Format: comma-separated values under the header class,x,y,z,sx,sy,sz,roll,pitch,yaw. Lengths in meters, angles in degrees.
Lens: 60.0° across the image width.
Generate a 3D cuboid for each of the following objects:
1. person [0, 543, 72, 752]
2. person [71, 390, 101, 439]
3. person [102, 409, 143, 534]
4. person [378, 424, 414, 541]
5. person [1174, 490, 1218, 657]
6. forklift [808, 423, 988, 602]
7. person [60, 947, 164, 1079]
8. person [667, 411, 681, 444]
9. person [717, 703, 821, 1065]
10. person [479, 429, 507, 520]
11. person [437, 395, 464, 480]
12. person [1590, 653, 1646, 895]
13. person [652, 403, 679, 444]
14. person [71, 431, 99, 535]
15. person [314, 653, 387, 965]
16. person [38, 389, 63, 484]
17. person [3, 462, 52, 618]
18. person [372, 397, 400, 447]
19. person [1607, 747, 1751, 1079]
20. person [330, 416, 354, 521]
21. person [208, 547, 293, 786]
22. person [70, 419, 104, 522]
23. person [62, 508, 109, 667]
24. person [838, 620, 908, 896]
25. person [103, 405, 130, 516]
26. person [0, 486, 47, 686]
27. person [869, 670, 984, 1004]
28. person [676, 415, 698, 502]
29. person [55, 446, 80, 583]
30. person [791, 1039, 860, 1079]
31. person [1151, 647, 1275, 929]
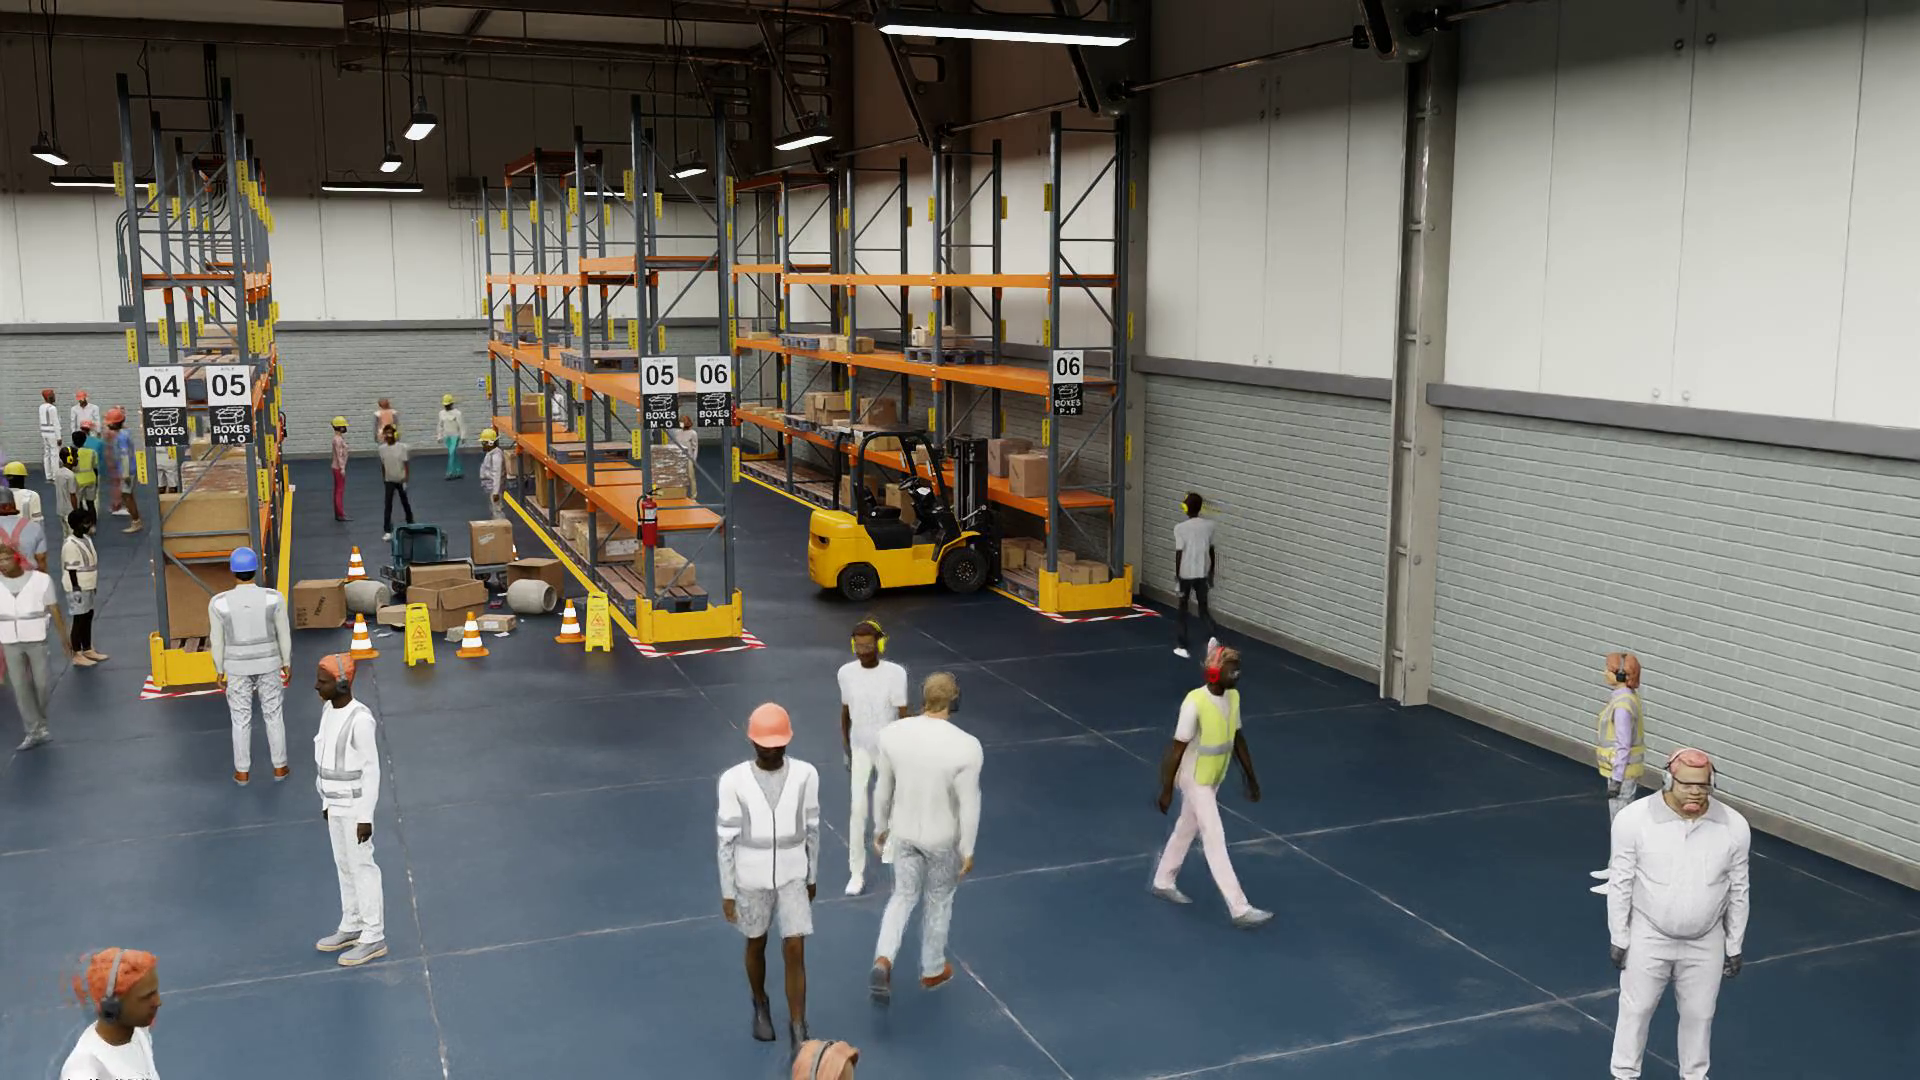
class,x,y,z,sx,sy,sz,roll,pitch,yaw
person,-8.164,0.915,14.584,0.684,1.817,0.571,-3,10,-19
person,-18.370,-2.283,34.959,0.578,1.738,0.354,-2,9,-12
person,-13.430,-1.104,26.675,0.494,2.022,0.682,-5,10,-30
person,-8.908,-0.941,26.301,0.509,1.823,1.005,0,9,0
person,2.530,0.393,17.786,0.524,1.852,0.780,-2,9,-14
forklift,-0.830,-0.399,21.676,2.313,2.155,1.214,-4,10,-21
person,-2.824,2.300,5.796,0.880,1.847,0.582,-2,9,-15
person,-5.973,-2.176,34.715,0.530,1.595,0.500,3,10,19
person,-0.981,1.802,8.740,0.563,1.900,0.835,-2,9,-14
person,-7.081,-0.777,25.244,0.404,1.822,0.596,-4,10,-24
person,-10.334,-2.065,33.607,0.565,1.715,0.787,3,10,21
person,4.404,1.555,11.112,0.314,1.642,0.514,4,10,24
person,-6.130,-2.293,34.694,0.633,1.846,0.429,-4,10,-26
person,-13.928,-0.897,26.408,0.458,1.690,0.544,5,10,29
person,-3.694,1.606,10.029,0.342,1.882,0.587,-8,12,-42
person,-18.049,-2.047,33.058,0.608,1.879,0.359,6,11,31
person,-11.222,0.027,19.856,0.585,1.920,0.382,-1,9,-7
person,-11.878,-2.141,34.427,0.538,1.618,0.458,-5,10,-31
person,3.460,1.920,8.031,0.640,1.899,0.395,2,9,10
person,-10.443,-1.201,28.068,0.316,1.769,0.523,-4,10,-24
person,-5.740,1.022,13.498,0.605,1.951,0.380,-4,10,-24
person,-14.651,-1.159,27.918,0.417,1.727,0.563,9,12,43
person,-9.301,0.500,17.609,0.319,1.689,0.539,-1,9,-8
person,-0.568,1.424,11.393,0.531,1.831,0.962,1,9,7
person,-14.538,-1.369,28.733,0.400,1.897,0.758,-5,10,-30
person,-9.626,0.446,16.840,0.686,2.000,0.535,-8,12,-41
person,-0.221,1.702,9.361,0.681,1.908,0.742,4,10,24
person,-4.948,-1.446,30.031,0.497,1.632,0.280,5,10,30
person,-11.912,-0.327,22.275,0.525,1.867,0.317,8,12,40
person,-0.503,2.441,5.591,0.526,1.626,0.518,3,9,18
person,1.615,1.556,10.654,0.979,1.783,0.605,6,11,35
